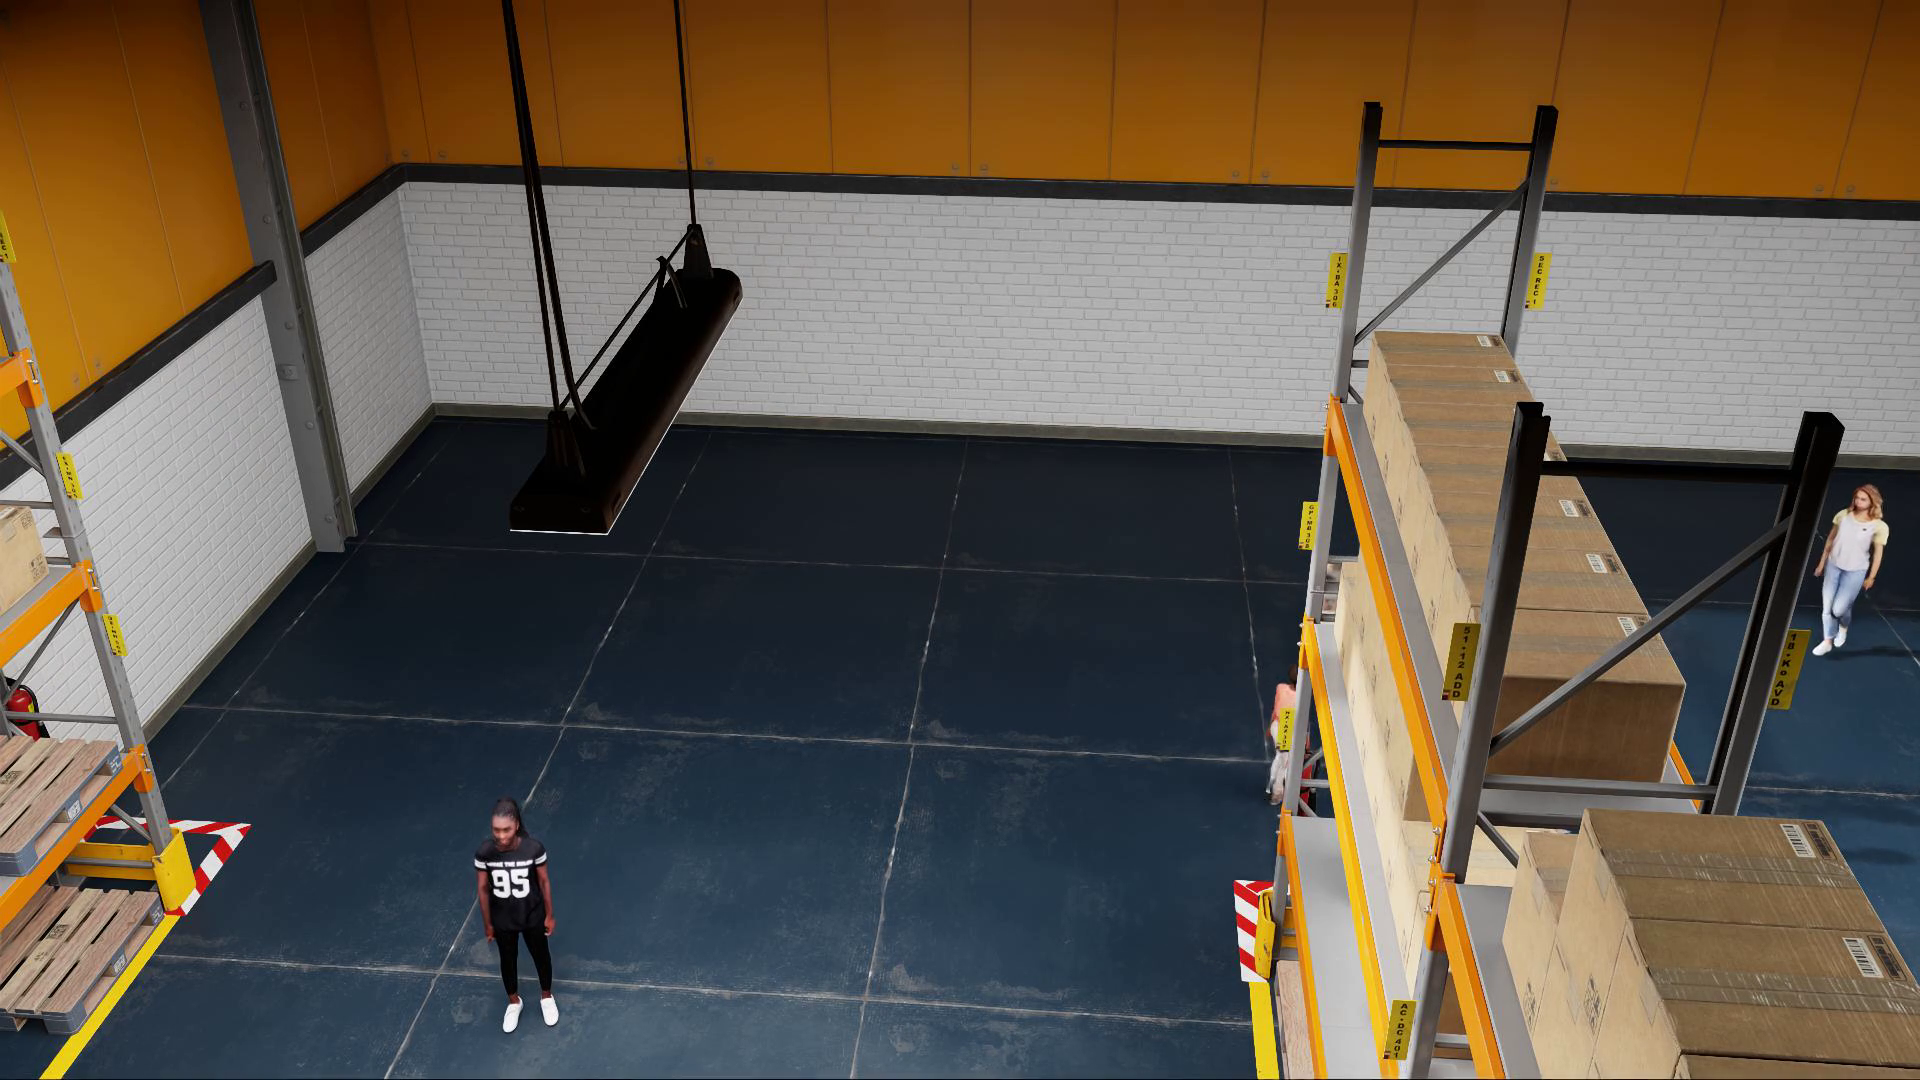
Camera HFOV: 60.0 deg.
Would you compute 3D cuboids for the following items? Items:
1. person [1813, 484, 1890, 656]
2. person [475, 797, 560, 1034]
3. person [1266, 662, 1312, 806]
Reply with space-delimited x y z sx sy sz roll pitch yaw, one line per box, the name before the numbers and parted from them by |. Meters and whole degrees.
person | 7.981 0.249 14.907 0.853 1.710 0.793 -22 36 -35
person | -2.885 2.445 10.862 0.674 1.728 0.665 -5 29 -9
person | 2.516 1.529 12.985 0.646 1.303 0.581 -21 35 -33
